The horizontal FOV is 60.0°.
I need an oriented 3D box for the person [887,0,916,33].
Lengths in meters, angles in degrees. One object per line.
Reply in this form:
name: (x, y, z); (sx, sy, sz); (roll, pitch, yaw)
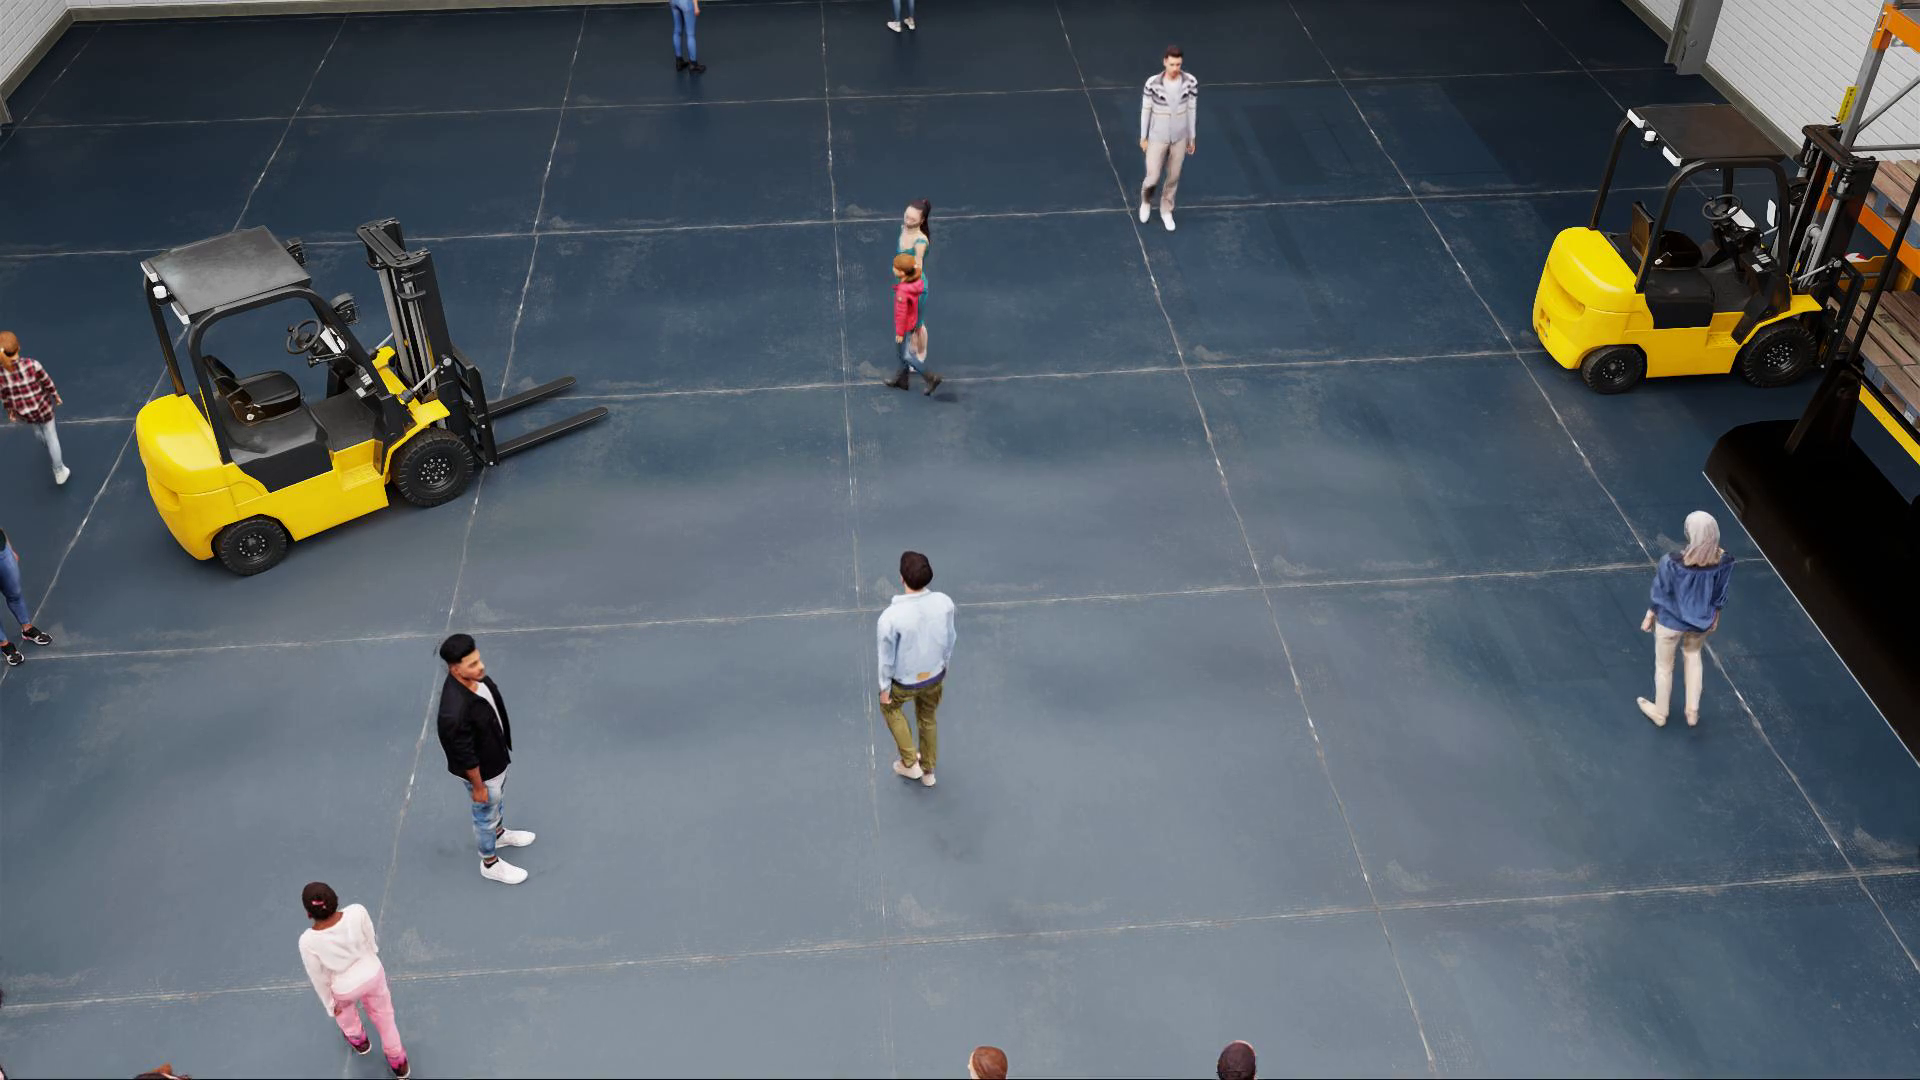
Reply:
person: (-0.712, -7.044, 20.268); (0.691, 1.635, 0.677); (-17, 42, -21)

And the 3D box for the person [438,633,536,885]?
person: (-2.817, 1.251, 9.743); (0.762, 1.808, 0.539); (-1, 39, -1)

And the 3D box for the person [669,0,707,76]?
person: (-3.220, -6.219, 19.238); (0.676, 1.632, 0.709); (22, 44, 26)

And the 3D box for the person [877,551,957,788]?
person: (-0.243, 0.872, 10.226); (0.787, 1.798, 0.773); (-18, 42, -21)

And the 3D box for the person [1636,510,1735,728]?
person: (4.687, 0.546, 10.726); (0.688, 1.683, 0.661); (4, 39, 5)

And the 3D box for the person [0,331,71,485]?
person: (-7.247, -1.016, 13.011); (0.632, 1.273, 0.916); (-10, 40, -13)

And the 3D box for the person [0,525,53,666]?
person: (-6.630, 0.122, 11.311); (0.773, 1.616, 0.692); (19, 42, 22)

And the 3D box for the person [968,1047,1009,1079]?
person: (0.155, 2.891, 8.181); (0.588, 1.195, 0.485); (9, 39, 11)

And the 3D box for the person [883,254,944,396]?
person: (-0.394, -1.792, 13.957); (0.728, 1.305, 0.786); (9, 40, 12)

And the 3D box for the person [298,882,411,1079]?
person: (-3.141, 2.334, 8.691); (0.737, 1.430, 0.850); (-22, 44, -25)

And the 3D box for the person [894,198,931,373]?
person: (-0.395, -2.157, 14.124); (0.749, 1.667, 0.582); (-10, 40, -12)

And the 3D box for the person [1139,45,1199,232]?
person: (2.015, -3.973, 16.252); (0.697, 1.848, 0.657); (-6, 39, -7)
